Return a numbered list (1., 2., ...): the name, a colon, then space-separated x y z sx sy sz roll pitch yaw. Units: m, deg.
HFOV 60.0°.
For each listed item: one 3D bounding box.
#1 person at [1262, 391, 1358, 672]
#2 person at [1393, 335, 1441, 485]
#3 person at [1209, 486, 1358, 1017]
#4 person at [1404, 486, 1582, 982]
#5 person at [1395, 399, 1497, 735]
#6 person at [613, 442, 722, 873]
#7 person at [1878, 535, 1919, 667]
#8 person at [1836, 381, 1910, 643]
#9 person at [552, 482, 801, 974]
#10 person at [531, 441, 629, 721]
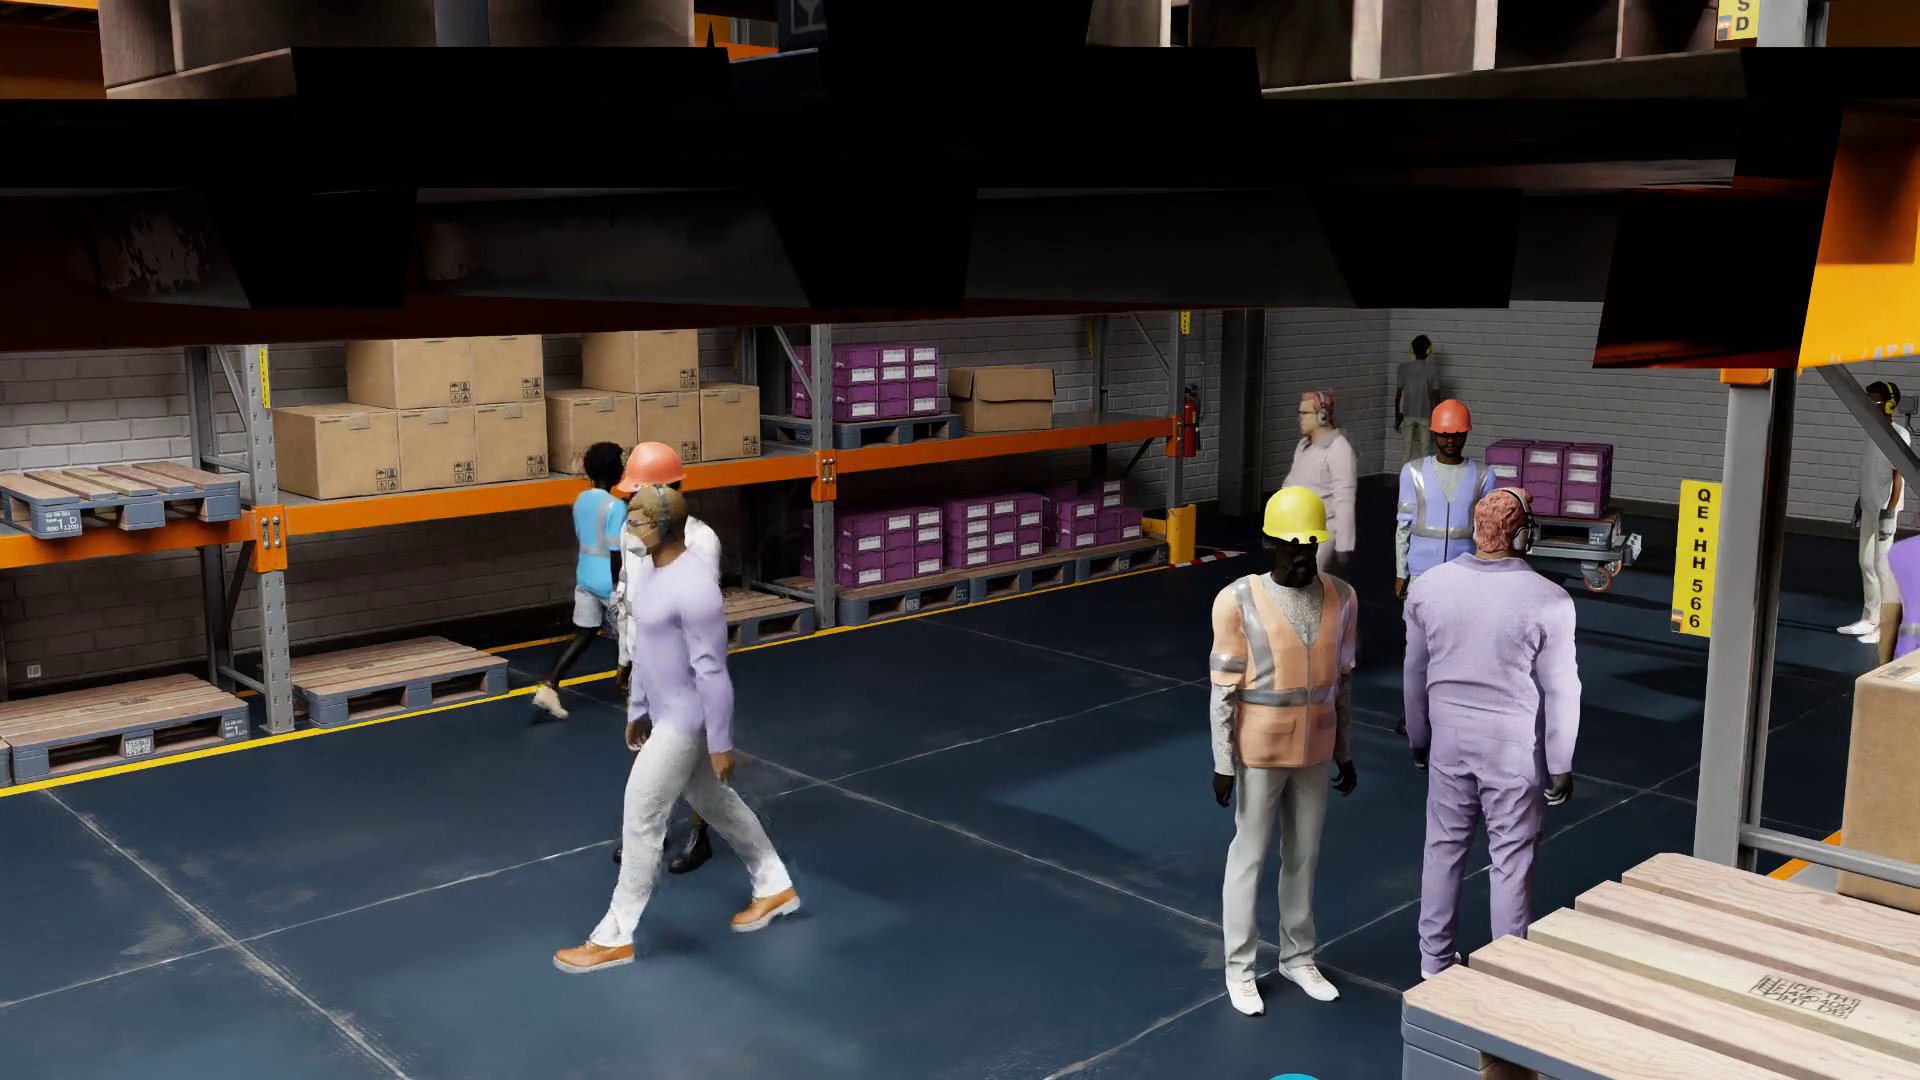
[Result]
1. person: 2.202 -0.027 10.802 0.929 1.866 0.645 -1 10 -4
2. person: 5.115 -1.355 18.590 0.534 1.864 0.309 5 11 29
3. person: 1.187 0.756 6.046 0.594 1.926 0.366 -4 10 -21
4. person: 1.965 0.750 6.140 0.651 1.906 0.403 9 13 41
5. person: 2.754 0.165 9.472 0.543 1.939 0.361 2 10 10
6. person: -1.320 0.521 7.408 0.542 1.931 0.376 6 11 30
7. person: 4.270 0.616 7.167 0.444 1.831 0.561 -8 12 -38
8. person: 6.526 -0.200 11.846 0.324 1.863 0.509 0 10 2
9. person: -1.083 0.700 6.522 1.036 1.887 0.635 -4 11 -23
10. person: -2.147 0.248 9.791 0.817 1.668 0.537 -8 13 -40
